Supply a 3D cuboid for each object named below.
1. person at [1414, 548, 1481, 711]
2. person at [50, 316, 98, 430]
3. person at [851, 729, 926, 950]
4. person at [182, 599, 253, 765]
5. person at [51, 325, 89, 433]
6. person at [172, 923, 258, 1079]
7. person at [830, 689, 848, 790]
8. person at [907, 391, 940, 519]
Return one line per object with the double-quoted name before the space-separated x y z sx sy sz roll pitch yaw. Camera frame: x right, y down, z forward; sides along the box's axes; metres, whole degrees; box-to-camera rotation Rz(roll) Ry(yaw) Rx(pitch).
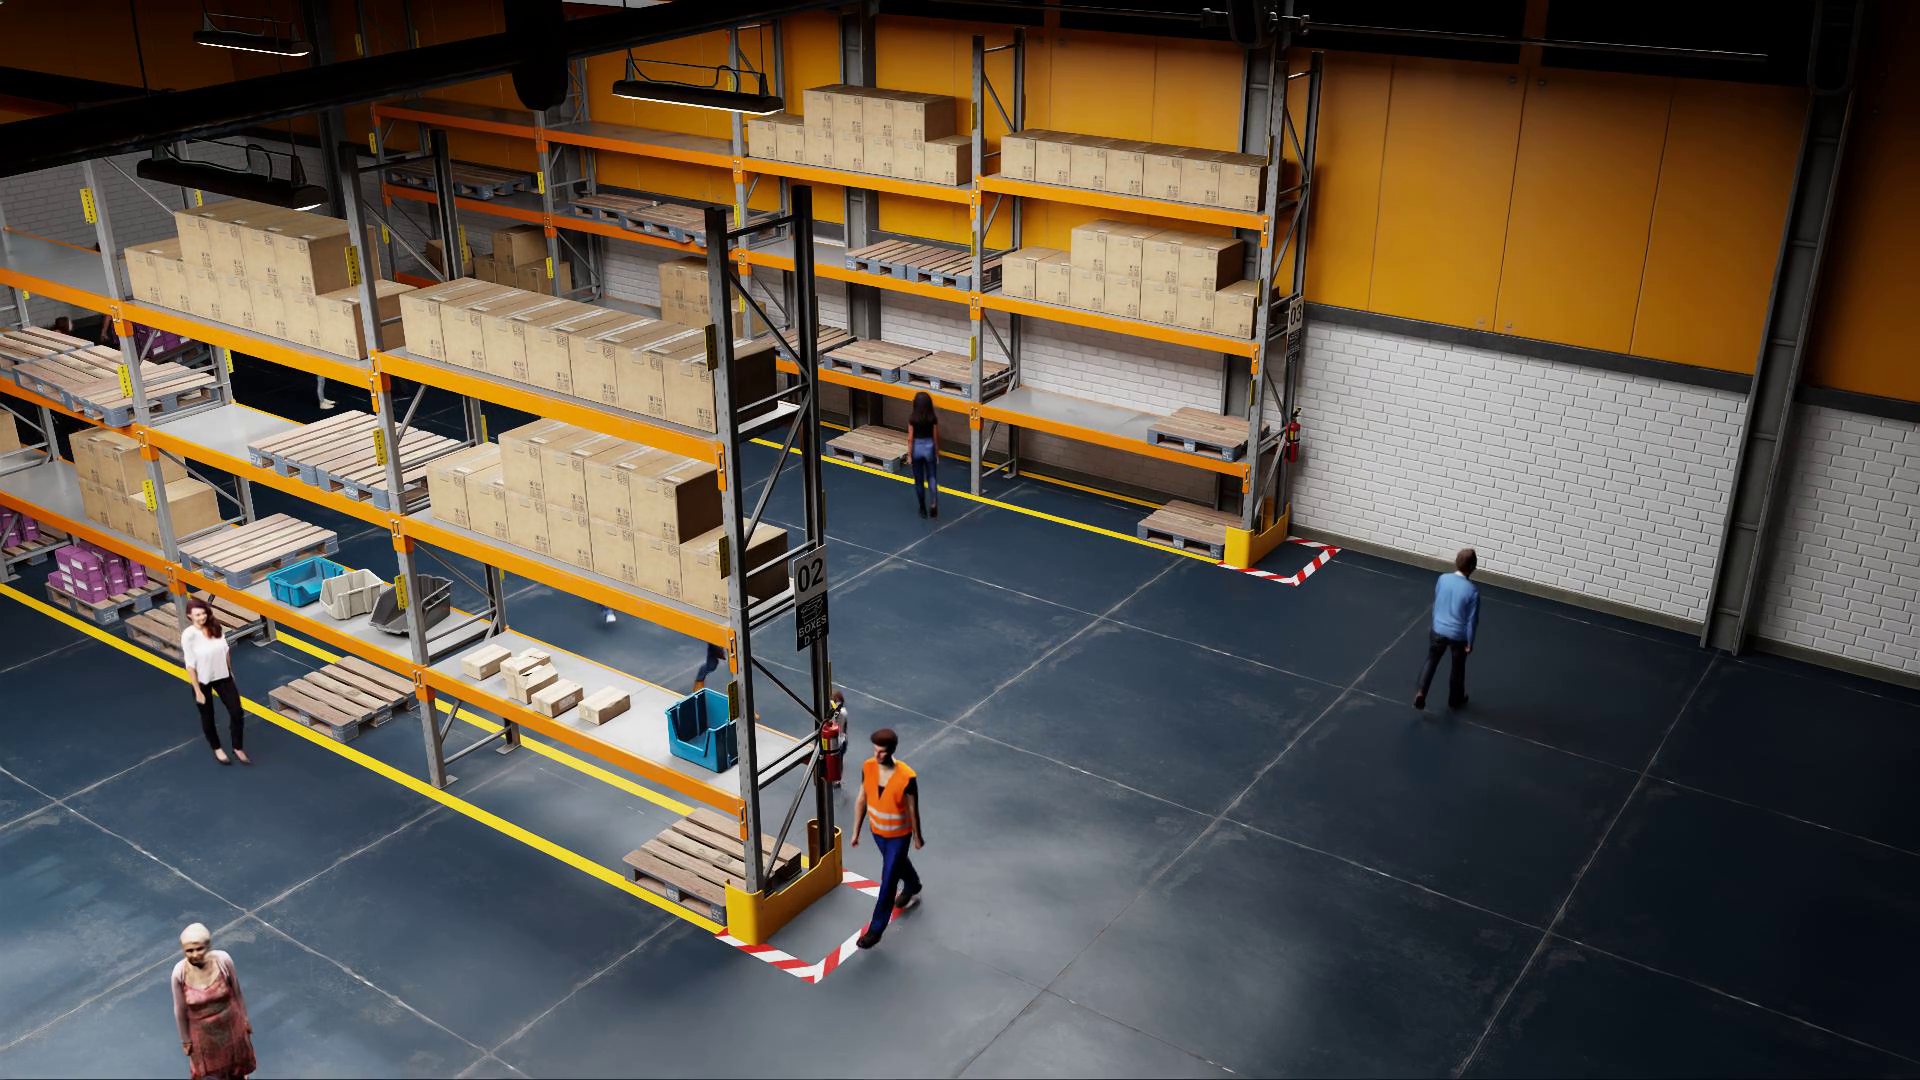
"person" 4.910 0.922 16.746 0.990 1.799 0.838 22 32 40
"person" -13.141 -2.431 24.501 0.840 1.731 0.985 -17 29 -33
"person" -0.511 2.315 13.518 1.170 1.833 0.762 15 28 30
"person" -7.173 1.343 15.814 0.677 1.775 0.629 16 28 32
"person" -12.876 -2.238 24.054 0.969 1.738 1.146 -10 26 -22
"person" -5.102 3.327 11.379 0.677 1.692 0.682 -16 28 -32
"person" -1.149 1.885 15.525 0.503 1.013 0.549 -14 27 -28
"person" -0.451 -1.045 21.338 0.864 1.725 0.931 -5 24 -10
